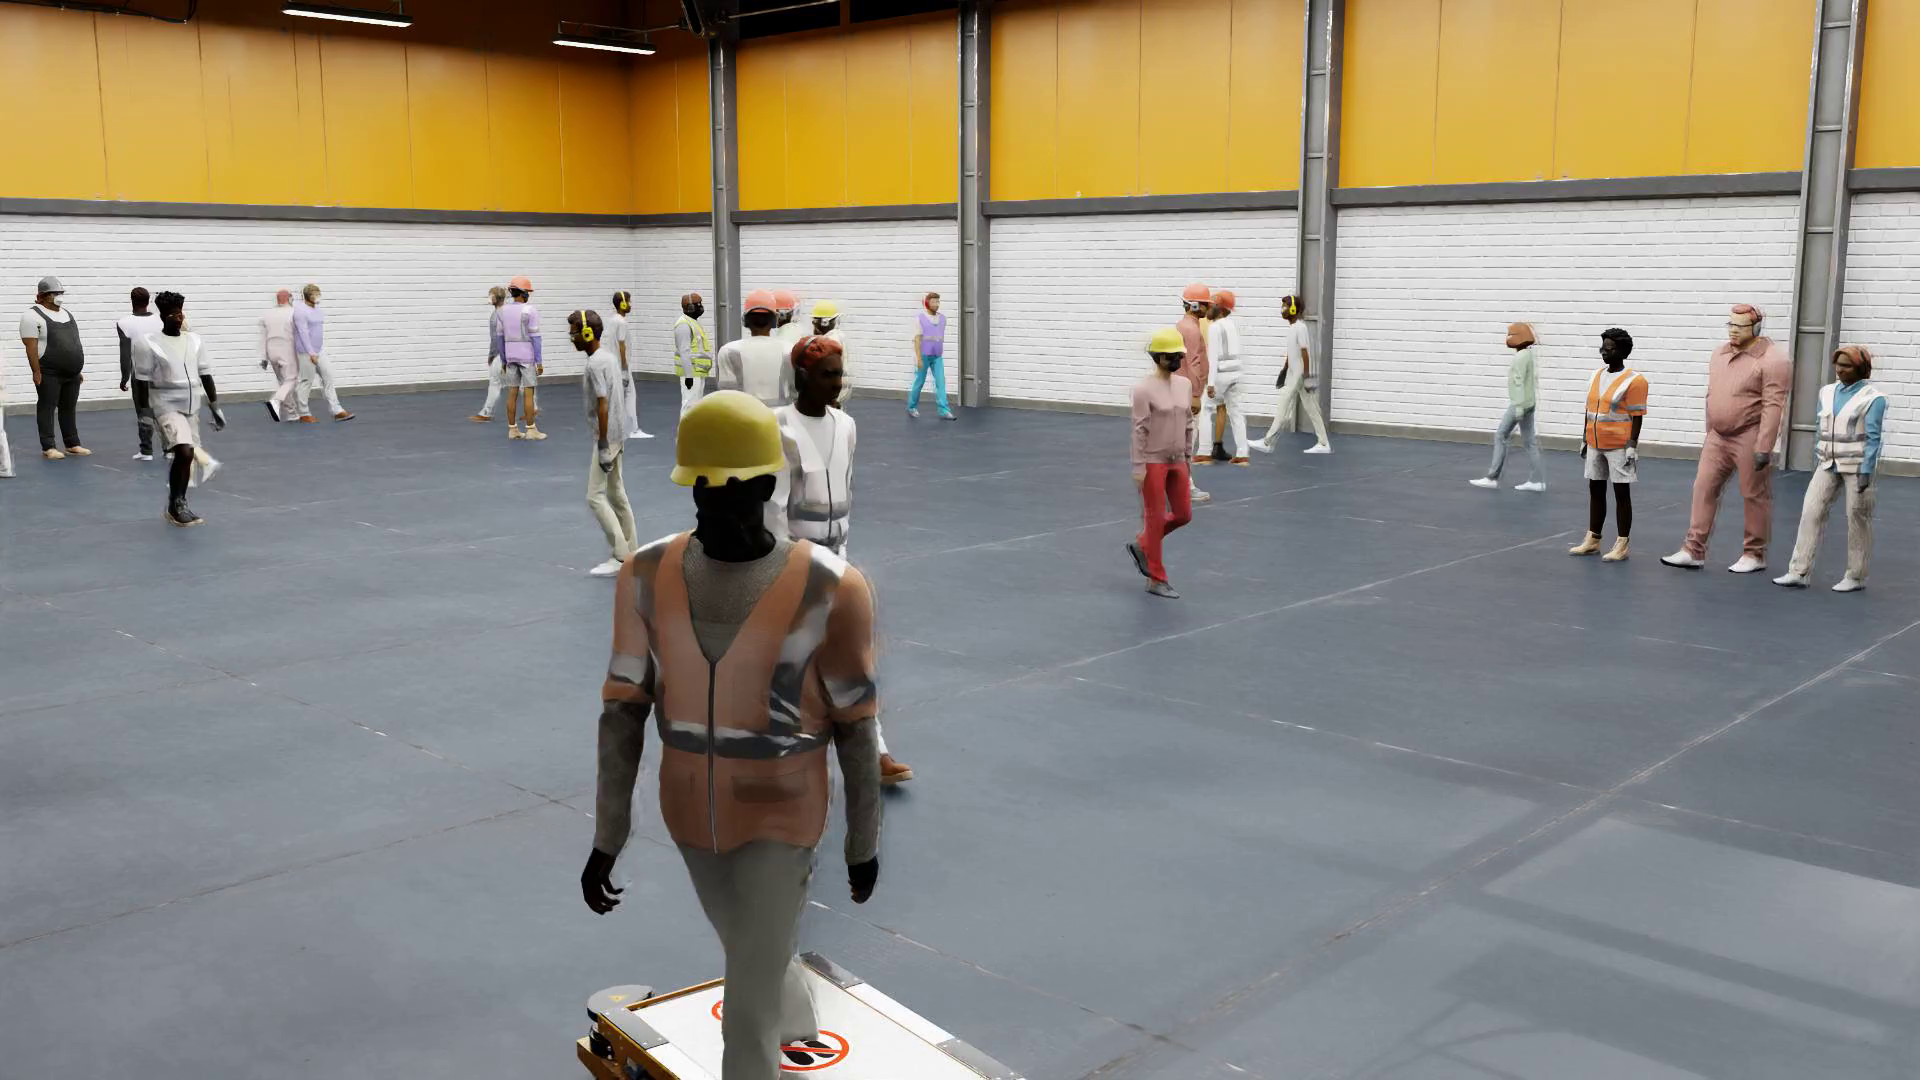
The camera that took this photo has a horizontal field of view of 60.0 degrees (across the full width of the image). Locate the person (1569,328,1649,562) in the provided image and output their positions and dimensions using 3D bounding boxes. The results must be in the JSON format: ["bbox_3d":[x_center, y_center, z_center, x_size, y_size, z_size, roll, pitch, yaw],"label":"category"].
[{"bbox_3d":[4.728,-0.690,12.093,0.320,1.698,0.531,-4,10,-25],"label":"person"}]

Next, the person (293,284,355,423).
[{"bbox_3d":[-8.768,-2.541,22.789,0.794,1.908,0.650,2,9,12],"label":"person"}]

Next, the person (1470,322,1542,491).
[{"bbox_3d":[5.269,-1.273,15.947,0.750,1.603,0.523,6,11,31],"label":"person"}]

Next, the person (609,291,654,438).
[{"bbox_3d":[-4.244,-2.175,20.813,0.600,1.882,0.560,-4,10,-26],"label":"person"}]

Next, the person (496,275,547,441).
[{"bbox_3d":[-5.401,-2.240,20.547,0.615,2.038,0.395,4,10,23],"label":"person"}]

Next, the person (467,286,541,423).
[{"bbox_3d":[-6.297,-2.561,22.994,1.025,1.895,0.642,-5,10,-26],"label":"person"}]

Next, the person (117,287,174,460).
[{"bbox_3d":[-9.036,-1.846,18.501,0.391,1.920,0.587,8,12,41],"label":"person"}]

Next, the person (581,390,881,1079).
[{"bbox_3d":[-0.475,0.596,3.690,0.590,1.874,1.022,3,10,20],"label":"person"}]

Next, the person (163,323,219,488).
[{"bbox_3d":[-7.443,-1.291,16.023,0.477,1.620,0.504,0,9,1],"label":"person"}]

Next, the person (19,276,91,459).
[{"bbox_3d":[-10.114,-1.937,18.688,0.537,2.000,0.682,3,10,17],"label":"person"}]

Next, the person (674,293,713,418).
[{"bbox_3d":[-3.048,-1.900,19.063,0.429,1.846,0.632,0,9,2],"label":"person"}]

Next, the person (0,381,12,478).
[{"bbox_3d":[-9.856,-1.407,16.718,0.508,1.621,0.540,-1,9,-8],"label":"person"}]

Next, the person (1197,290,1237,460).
[{"bbox_3d":[2.764,-1.807,18.394,0.588,1.889,0.381,5,10,27],"label":"person"}]

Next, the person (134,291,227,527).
[{"bbox_3d":[-6.404,-1.074,13.697,0.559,1.938,0.629,4,10,23],"label":"person"}]

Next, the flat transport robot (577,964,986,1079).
[{"bbox_3d":[-0.320,1.342,3.998,0.652,0.197,1.431,-7,12,-37],"label":"flat transport robot"}]

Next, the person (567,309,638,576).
[{"bbox_3d":[-2.465,-0.670,11.535,0.439,1.846,0.568,0,9,2],"label":"person"}]

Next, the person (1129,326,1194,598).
[{"bbox_3d":[1.280,-0.514,10.847,0.525,1.758,0.511,-7,12,-37],"label":"person"}]

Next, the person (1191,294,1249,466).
[{"bbox_3d":[2.780,-1.708,17.905,0.770,1.850,0.678,6,11,34],"label":"person"}]

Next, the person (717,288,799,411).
[{"bbox_3d":[-1.360,-0.748,11.580,0.631,1.990,1.068,-1,9,-9],"label":"person"}]

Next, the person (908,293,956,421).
[{"bbox_3d":[-0.440,-2.588,23.463,0.584,1.797,0.983,-7,12,-37],"label":"person"}]

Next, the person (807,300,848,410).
[{"bbox_3d":[-1.367,-1.431,16.275,0.615,1.808,0.611,0,9,0],"label":"person"}]

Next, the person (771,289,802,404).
[{"bbox_3d":[-1.558,-1.242,14.763,1.045,1.941,0.618,0,9,3],"label":"person"}]

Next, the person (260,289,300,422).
[{"bbox_3d":[-9.340,-2.523,22.884,0.665,1.857,0.902,2,9,10],"label":"person"}]

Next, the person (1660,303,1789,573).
[{"bbox_3d":[5.296,-0.686,11.497,0.804,1.875,0.667,-4,10,-22],"label":"person"}]

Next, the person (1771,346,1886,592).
[{"bbox_3d":[5.677,-0.447,10.823,0.673,1.612,0.532,-4,10,-21],"label":"person"}]

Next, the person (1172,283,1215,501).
[{"bbox_3d":[2.131,-1.364,15.322,0.400,1.989,0.623,-1,9,-4],"label":"person"}]

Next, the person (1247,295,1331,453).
[{"bbox_3d":[3.815,-1.886,19.074,0.994,1.810,0.488,1,9,8],"label":"person"}]

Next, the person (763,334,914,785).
[{"bbox_3d":[-0.542,0.110,6.736,0.860,1.849,0.579,9,13,42],"label":"person"}]
